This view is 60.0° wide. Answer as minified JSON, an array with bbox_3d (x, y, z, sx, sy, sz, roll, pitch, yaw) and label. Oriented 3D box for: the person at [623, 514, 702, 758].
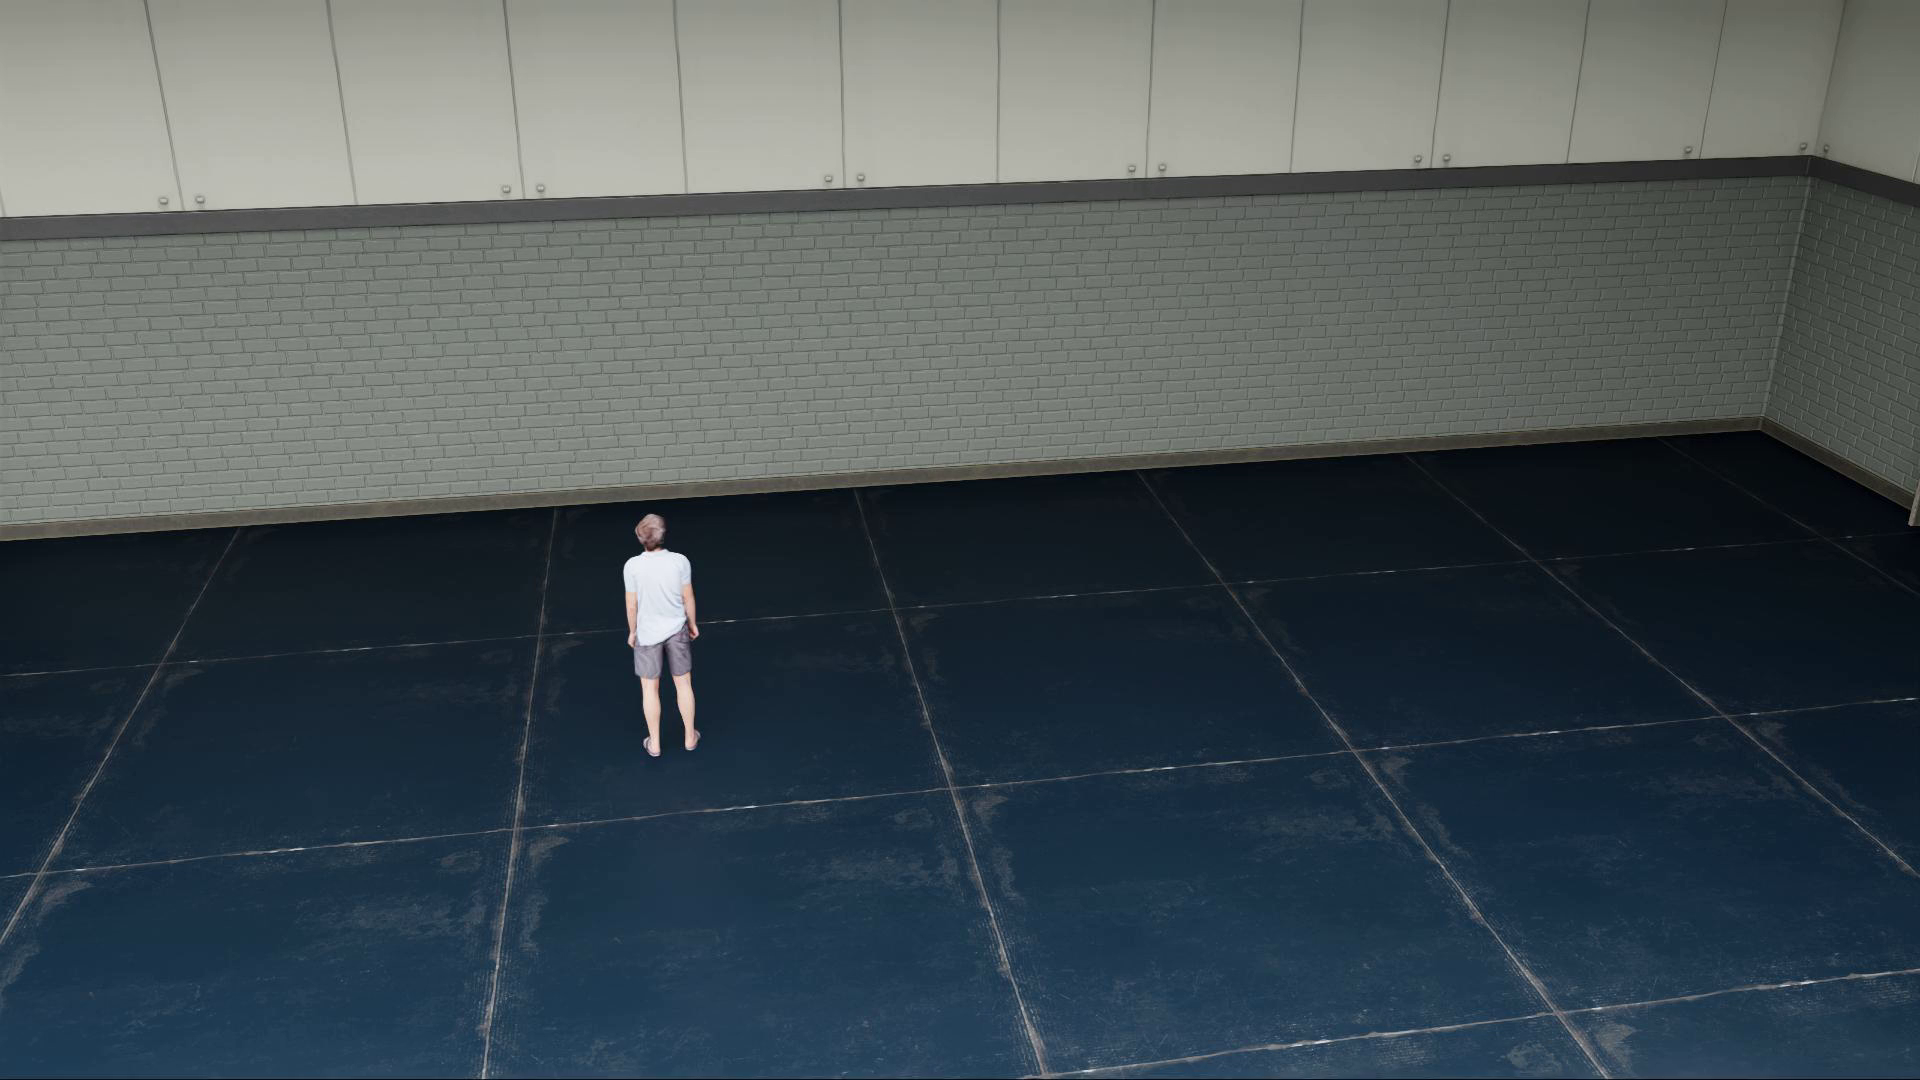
[{"bbox_3d":[-2.142,0.680,11.926,0.676,1.830,0.557,-6,24,-14],"label":"person"}]
